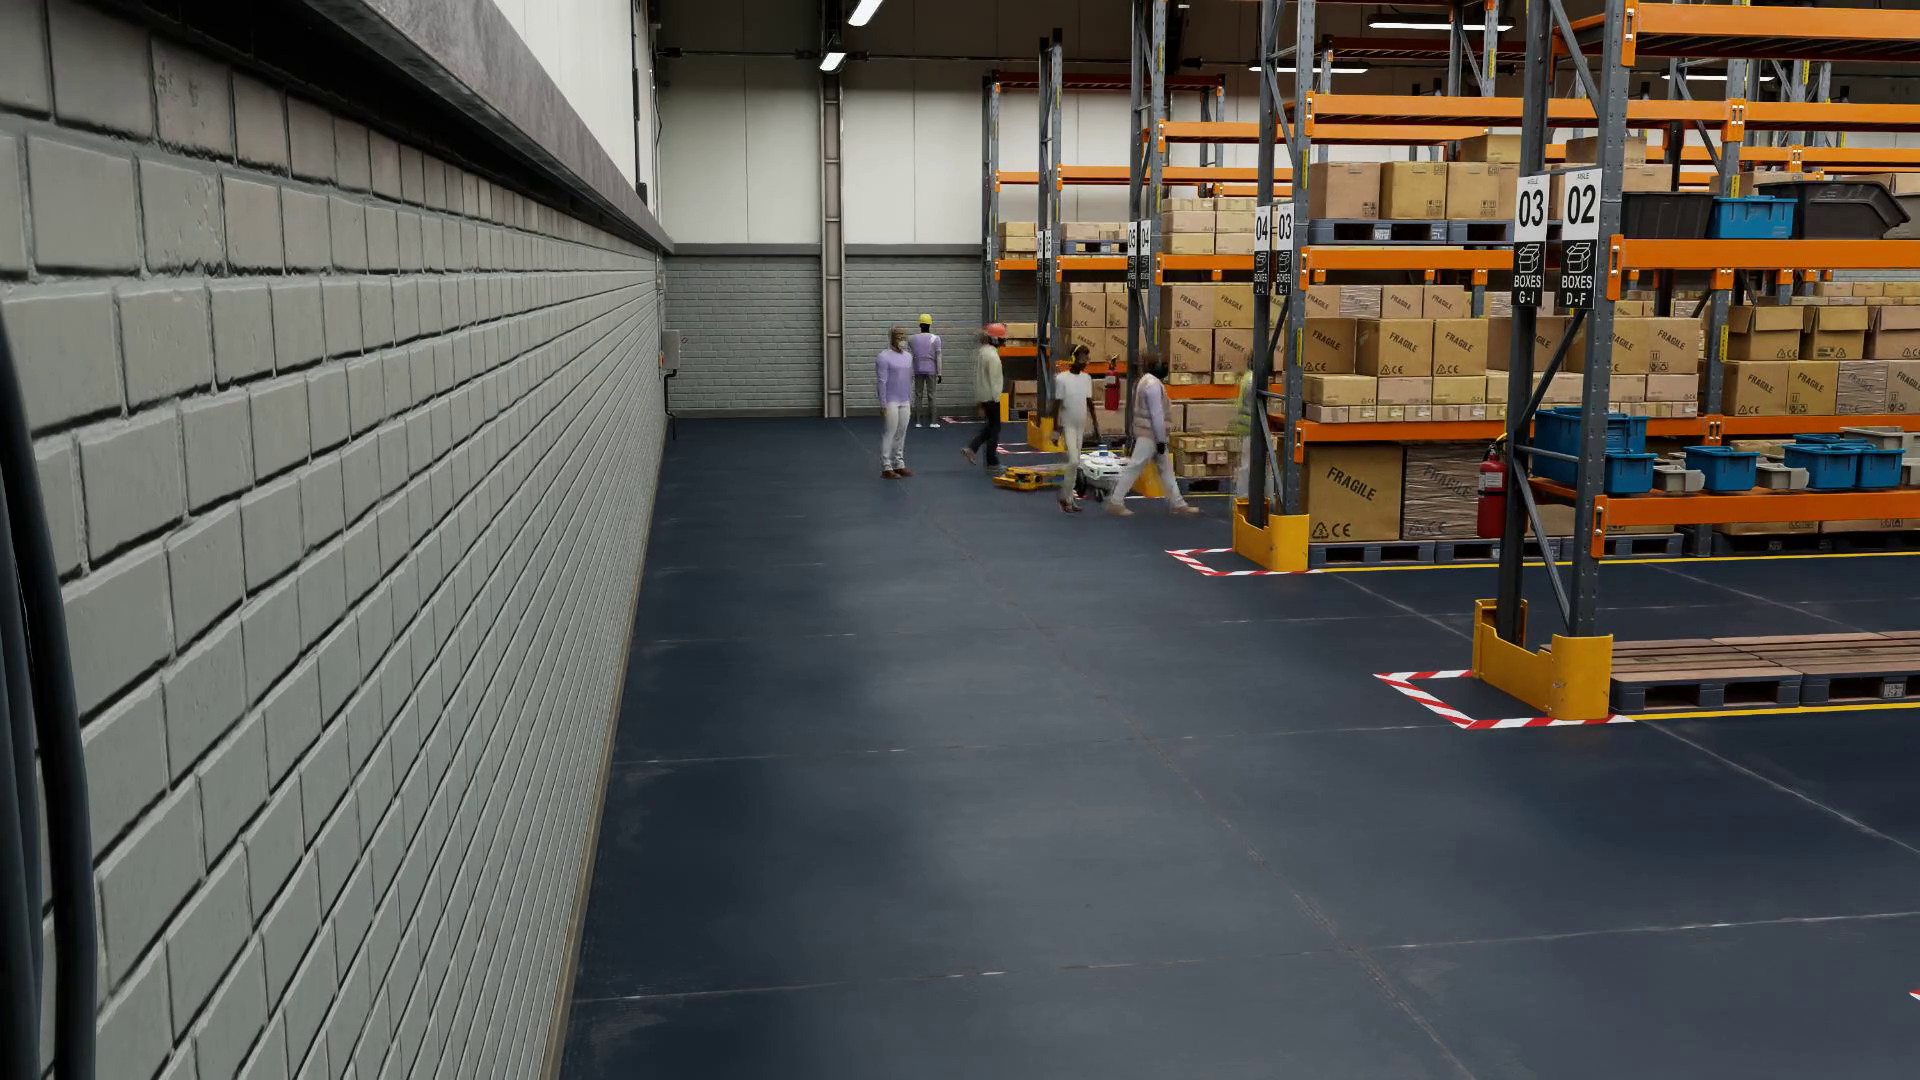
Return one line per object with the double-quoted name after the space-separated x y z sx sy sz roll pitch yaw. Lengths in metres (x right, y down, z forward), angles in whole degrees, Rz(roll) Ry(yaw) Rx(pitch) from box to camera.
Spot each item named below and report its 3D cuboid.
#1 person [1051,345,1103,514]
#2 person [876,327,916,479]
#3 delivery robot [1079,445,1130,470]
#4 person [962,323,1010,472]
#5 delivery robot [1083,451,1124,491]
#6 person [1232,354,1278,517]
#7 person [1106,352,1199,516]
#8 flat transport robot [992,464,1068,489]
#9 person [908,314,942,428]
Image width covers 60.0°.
1.286 -1.207 18.199 0.522 1.846 0.534 -8 12 -42 "person"
-0.784 -1.741 21.263 0.467 1.929 0.642 7 12 37 "person"
1.717 -0.903 19.999 0.477 0.478 0.707 -7 11 -36 "delivery robot"
0.384 -1.869 21.888 0.531 1.971 0.632 -3 10 -15 "person"
1.664 -0.790 19.300 0.477 0.478 0.707 -2 9 -10 "delivery robot"
3.288 -1.134 17.814 0.759 1.815 0.664 0 9 3 "person"
2.058 -1.131 17.949 1.013 1.783 0.644 0 9 3 "person"
1.171 -0.802 20.535 1.431 0.197 0.652 -5 11 -30 "flat transport robot"
-0.587 -2.833 27.971 0.585 1.928 0.368 2 9 12 "person"
